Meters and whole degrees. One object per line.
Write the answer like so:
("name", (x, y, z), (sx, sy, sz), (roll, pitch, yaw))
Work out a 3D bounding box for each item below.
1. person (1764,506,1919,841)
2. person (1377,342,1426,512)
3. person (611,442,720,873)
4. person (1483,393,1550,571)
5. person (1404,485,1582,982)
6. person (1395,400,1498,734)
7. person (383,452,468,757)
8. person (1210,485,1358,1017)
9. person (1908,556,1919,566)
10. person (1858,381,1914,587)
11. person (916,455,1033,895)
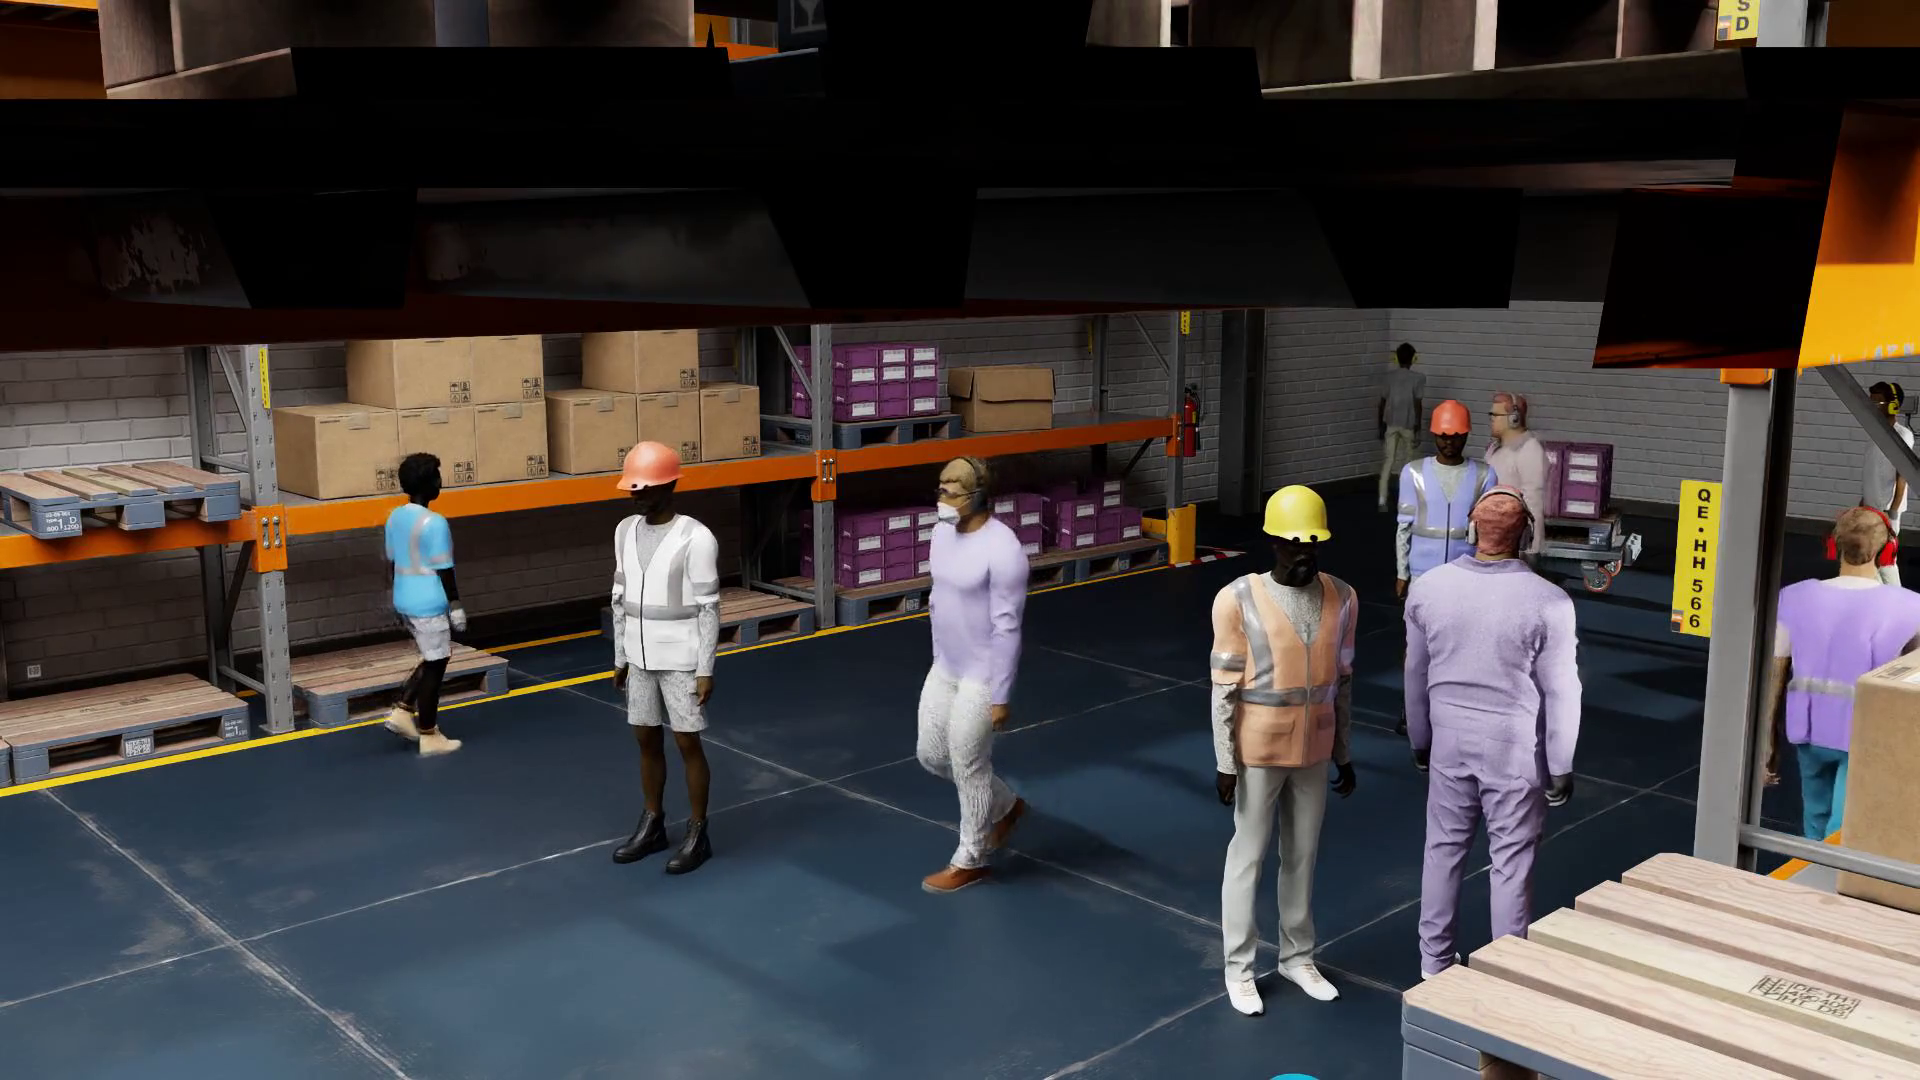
("person", (3.426, 0.765, 6.372), (0.962, 1.798, 0.575), (-9, 13, -42))
("person", (4.727, -1.216, 17.924), (0.523, 1.821, 0.983), (5, 11, 27))
("person", (-1.335, 0.523, 7.390), (0.551, 1.932, 0.378), (5, 11, 28))
("person", (3.632, -0.037, 10.874), (0.947, 1.872, 0.657), (-1, 10, -3))
("person", (1.960, 0.751, 6.121), (0.651, 1.913, 0.410), (9, 13, 41))
("person", (2.756, 0.168, 9.458), (0.548, 1.937, 0.379), (2, 10, 12))
("person", (-2.893, 0.360, 9.083), (0.363, 1.684, 0.538), (-8, 12, -38))
("person", (1.187, 0.754, 6.057), (0.587, 1.928, 0.362), (-4, 10, -21))
("person", (8.644, -0.710, 14.613), (0.545, 1.933, 0.376), (-2, 10, -12))
("person", (6.528, -0.193, 11.801), (0.331, 1.864, 0.509), (0, 10, 2))
("person", (0.096, 0.577, 7.118), (0.514, 1.918, 0.654), (-6, 11, -32))
